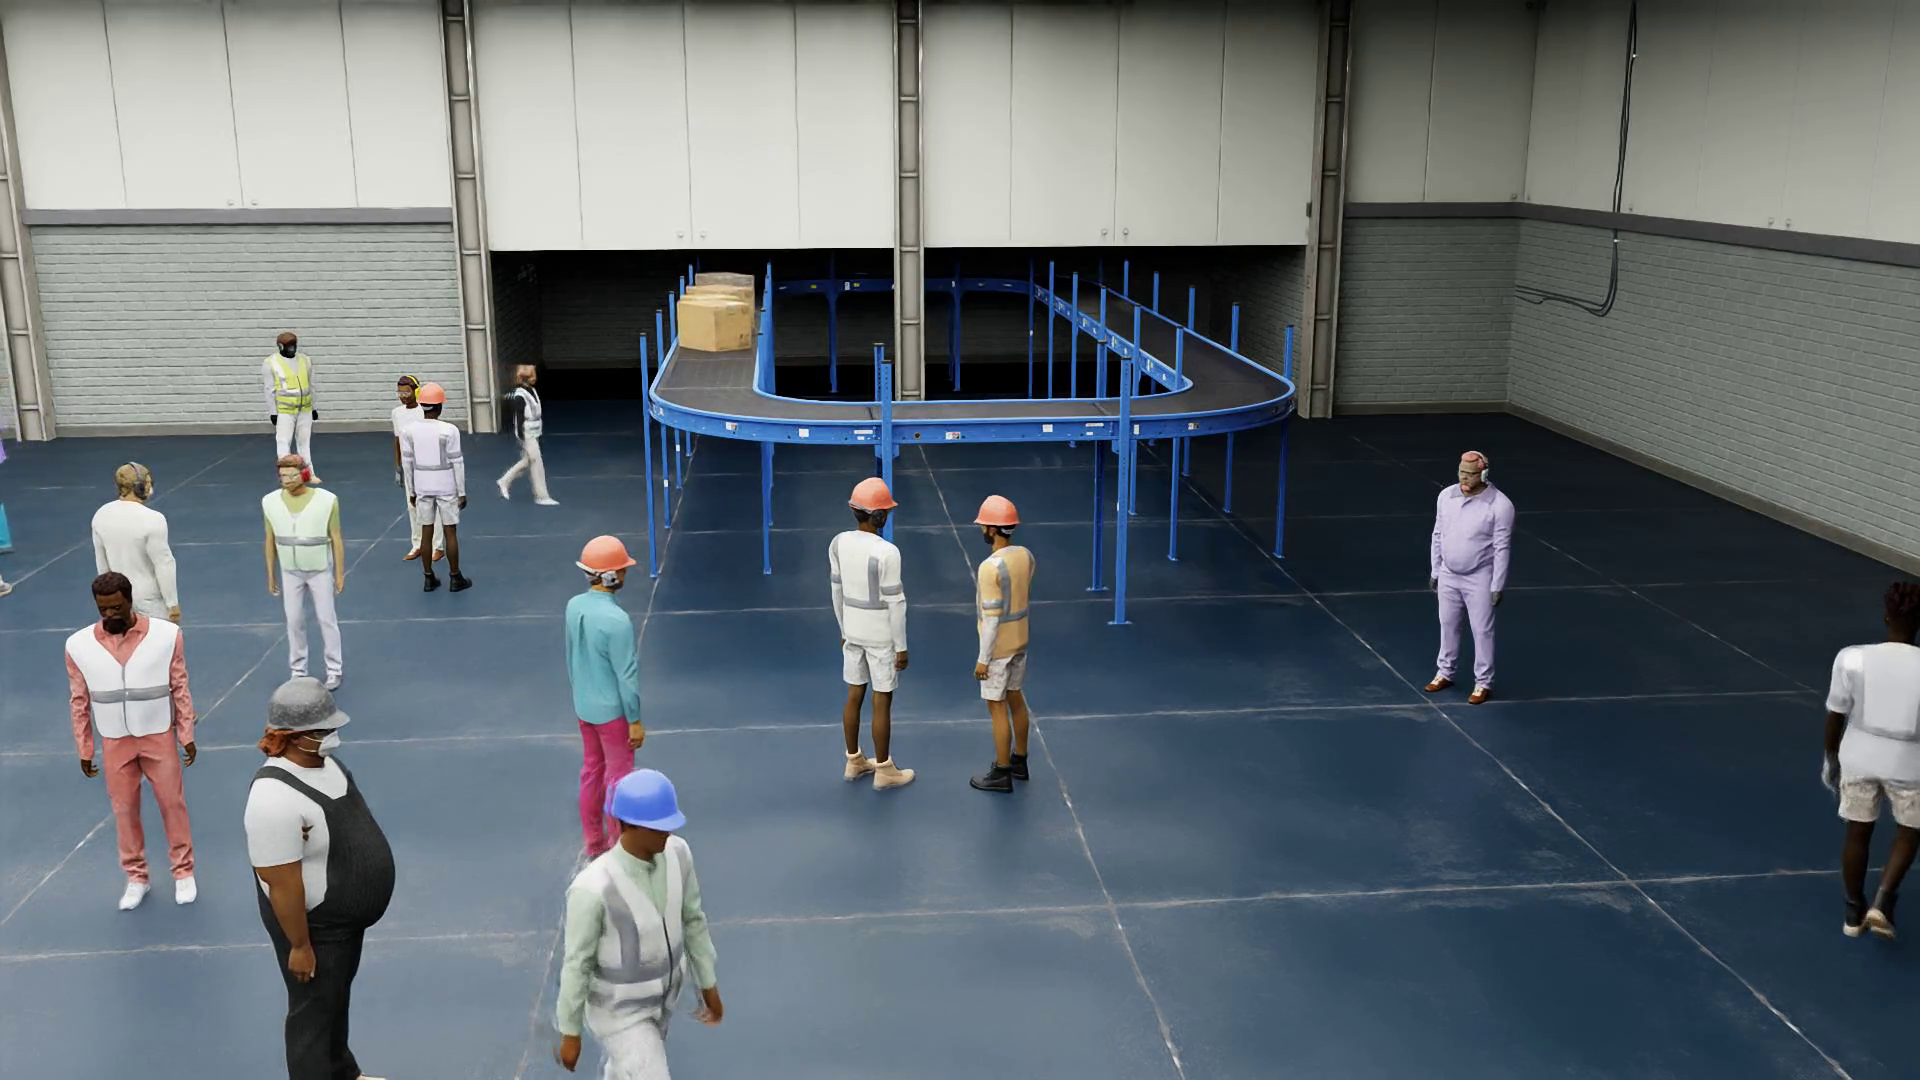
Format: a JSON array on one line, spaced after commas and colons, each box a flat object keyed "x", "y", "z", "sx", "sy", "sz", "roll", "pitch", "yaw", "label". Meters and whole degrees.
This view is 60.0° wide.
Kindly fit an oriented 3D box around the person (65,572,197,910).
[{"x": -4.515, "y": 1.081, "z": 9.111, "sx": 0.599, "sy": 1.908, "sz": 0.403, "roll": -5, "pitch": 15, "yaw": -19, "label": "person"}]

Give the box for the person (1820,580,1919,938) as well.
[{"x": 4.838, "y": 1.158, "z": 8.686, "sx": 0.629, "sy": 1.955, "sz": 0.427, "roll": 10, "pitch": 17, "yaw": 35, "label": "person"}]

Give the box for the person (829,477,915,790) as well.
[{"x": -0.562, "y": 0.602, "z": 10.739, "sx": 0.608, "sy": 2.044, "sz": 0.370, "roll": 12, "pitch": 19, "yaw": 40, "label": "person"}]

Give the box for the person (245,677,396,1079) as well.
[{"x": -2.649, "y": 1.539, "z": 6.995, "sx": 0.539, "sy": 2.000, "sz": 0.689, "roll": -2, "pitch": 14, "yaw": -6, "label": "person"}]

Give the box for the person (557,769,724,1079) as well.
[{"x": -1.145, "y": 1.778, "z": 6.342, "sx": 0.993, "sy": 1.887, "sz": 0.632, "roll": 8, "pitch": 16, "yaw": 29, "label": "person"}]

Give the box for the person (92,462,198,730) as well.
[{"x": -5.771, "y": 0.407, "z": 11.734, "sx": 0.635, "sy": 1.936, "sz": 0.352, "roll": 5, "pitch": 15, "yaw": 20, "label": "person"}]

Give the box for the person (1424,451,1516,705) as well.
[{"x": 3.769, "y": 0.270, "z": 12.377, "sx": 0.395, "sy": 1.898, "sz": 0.642, "roll": -12, "pitch": 18, "yaw": -40, "label": "person"}]

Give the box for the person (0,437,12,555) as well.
[{"x": -9.735, "y": -0.745, "z": 16.547, "sx": 0.424, "sy": 1.841, "sz": 0.569, "roll": -5, "pitch": 15, "yaw": -21, "label": "person"}]

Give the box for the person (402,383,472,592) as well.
[{"x": -4.799, "y": -0.478, "z": 15.277, "sx": 0.553, "sy": 1.935, "sz": 0.362, "roll": 1, "pitch": 14, "yaw": 5, "label": "person"}]

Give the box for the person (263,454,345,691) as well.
[{"x": -4.945, "y": 0.237, "z": 12.621, "sx": 0.574, "sy": 1.838, "sz": 0.390, "roll": -1, "pitch": 14, "yaw": -2, "label": "person"}]

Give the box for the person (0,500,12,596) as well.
[{"x": -8.983, "y": -0.438, "z": 14.994, "sx": 0.611, "sy": 1.997, "sz": 0.375, "roll": -3, "pitch": 14, "yaw": -13, "label": "person"}]

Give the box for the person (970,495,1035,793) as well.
[{"x": 0.246, "y": 0.666, "z": 10.702, "sx": 0.372, "sy": 1.934, "sz": 0.551, "roll": 8, "pitch": 16, "yaw": 30, "label": "person"}]

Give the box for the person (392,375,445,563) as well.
[{"x": -5.319, "y": -0.694, "z": 16.312, "sx": 0.504, "sy": 1.861, "sz": 0.329, "roll": 3, "pitch": 14, "yaw": 13, "label": "person"}]

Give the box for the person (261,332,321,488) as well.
[{"x": -7.919, "y": -1.550, "z": 19.758, "sx": 0.429, "sy": 1.846, "sz": 0.627, "roll": 11, "pitch": 18, "yaw": 36, "label": "person"}]

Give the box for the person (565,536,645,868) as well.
[{"x": -1.988, "y": 0.950, "z": 9.443, "sx": 0.384, "sy": 1.996, "sz": 0.610, "roll": -12, "pitch": 19, "yaw": -41, "label": "person"}]

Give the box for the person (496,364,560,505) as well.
[{"x": -4.928, "y": -1.189, "z": 18.778, "sx": 0.704, "sy": 1.617, "sz": 0.528, "roll": 1, "pitch": 14, "yaw": 2, "label": "person"}]
